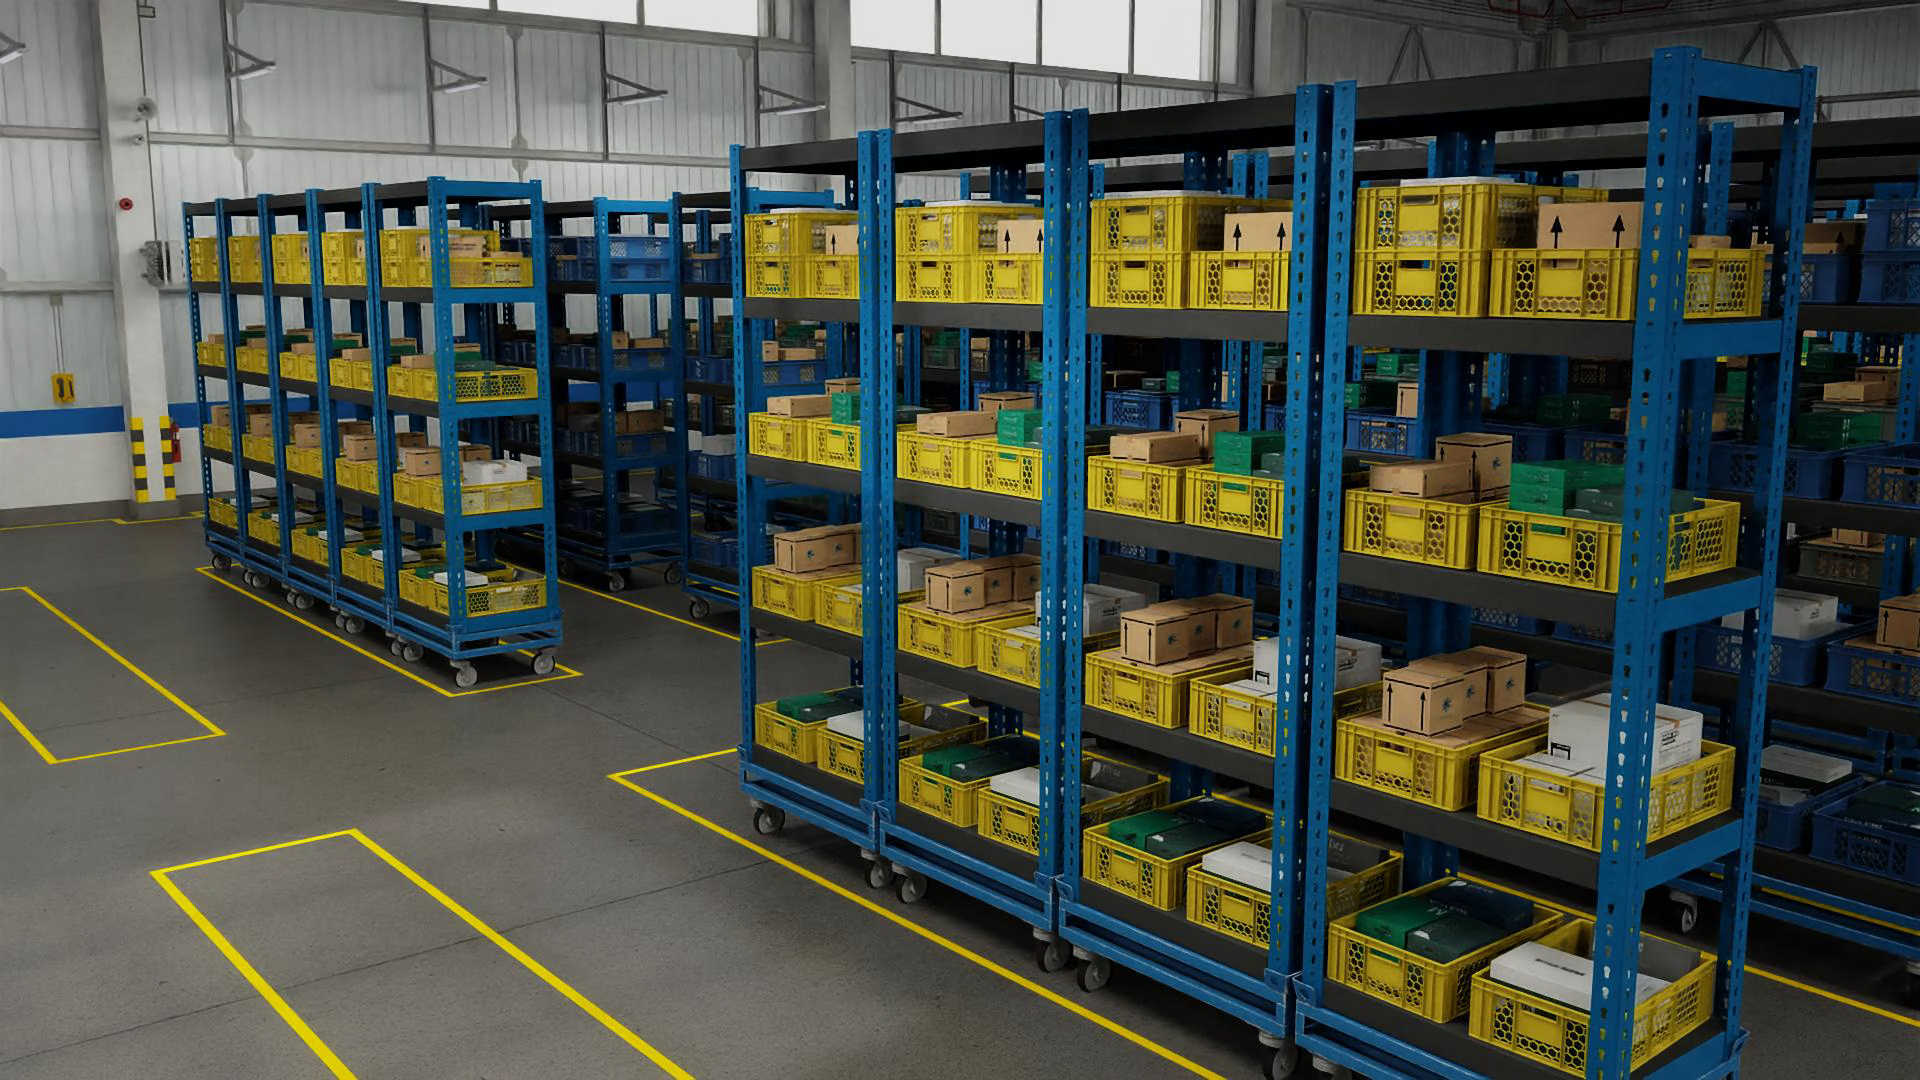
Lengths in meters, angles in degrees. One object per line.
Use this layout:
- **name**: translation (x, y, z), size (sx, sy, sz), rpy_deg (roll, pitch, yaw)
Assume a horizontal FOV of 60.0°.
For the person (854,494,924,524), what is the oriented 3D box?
- **person**: translation (-0.620, -0.383, 15.107), size (0.736, 1.801, 0.595), rpy_deg (9, 13, 43)
